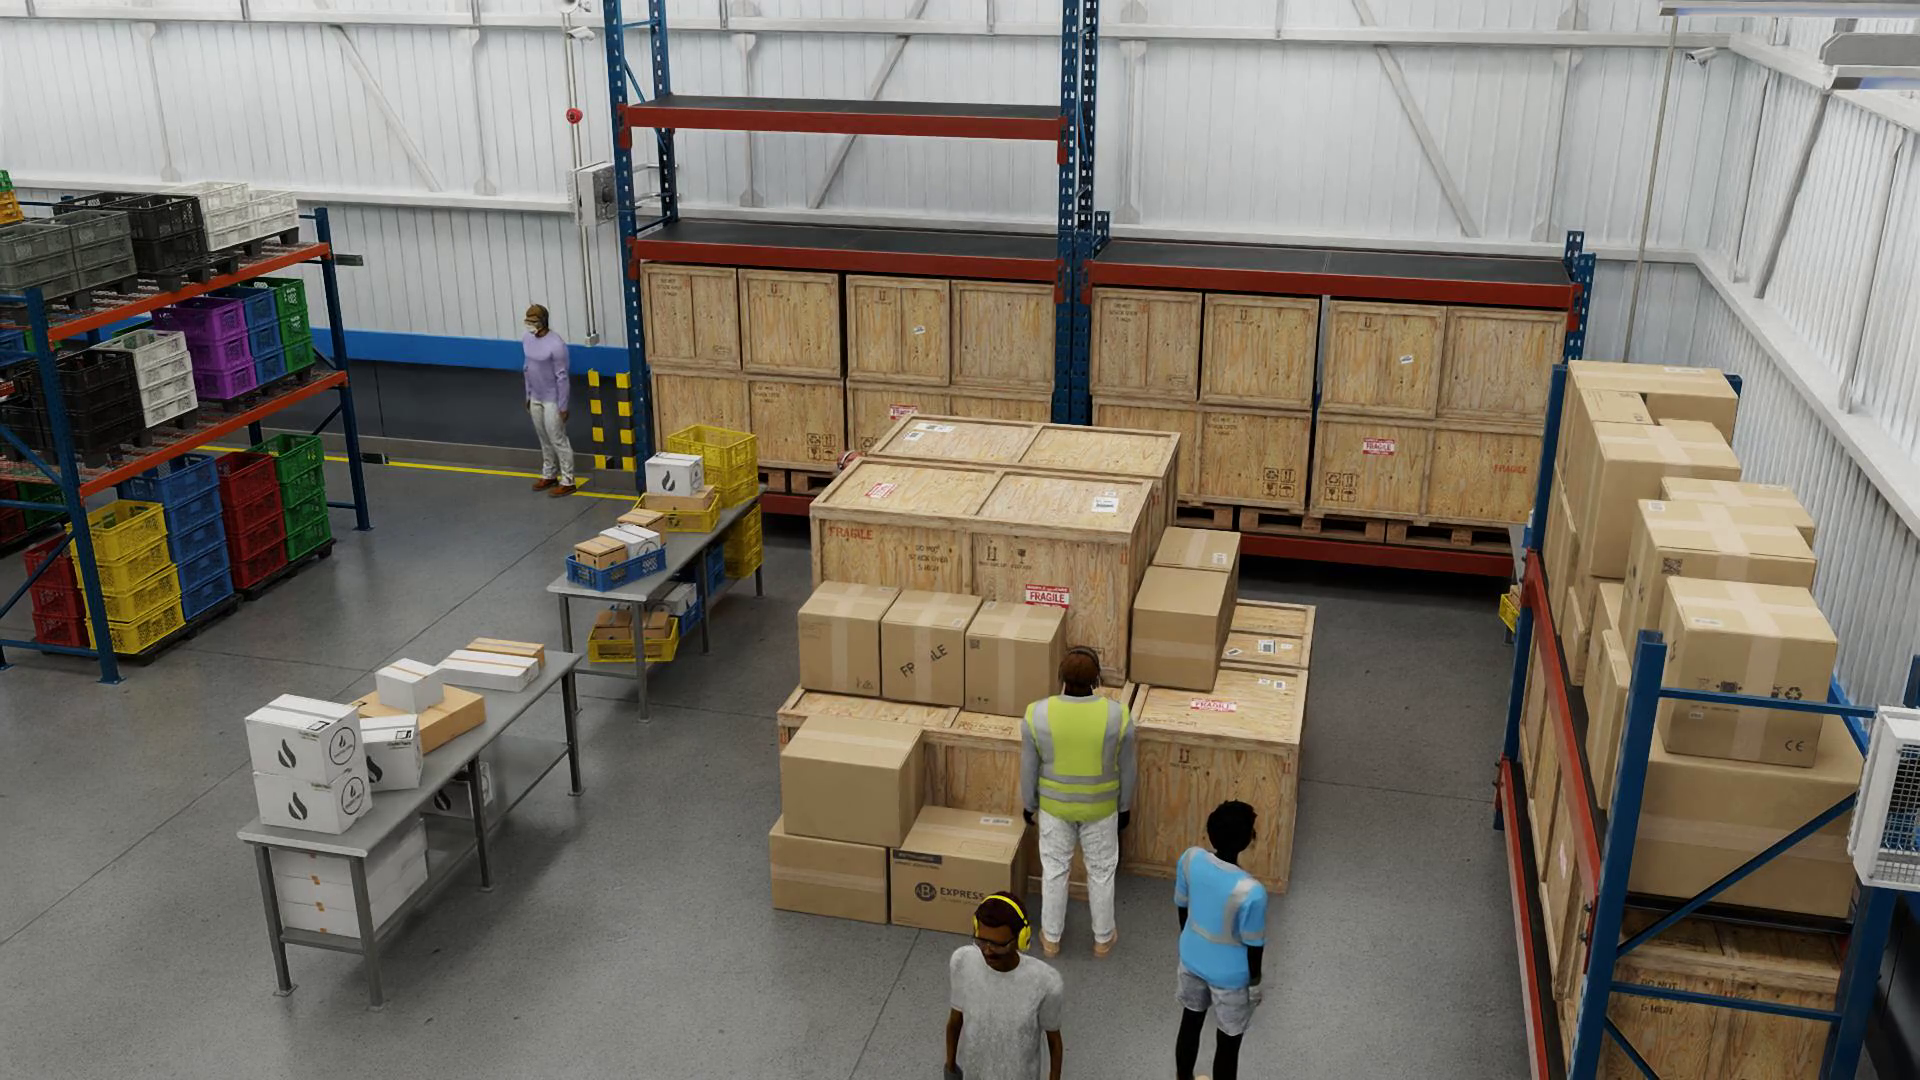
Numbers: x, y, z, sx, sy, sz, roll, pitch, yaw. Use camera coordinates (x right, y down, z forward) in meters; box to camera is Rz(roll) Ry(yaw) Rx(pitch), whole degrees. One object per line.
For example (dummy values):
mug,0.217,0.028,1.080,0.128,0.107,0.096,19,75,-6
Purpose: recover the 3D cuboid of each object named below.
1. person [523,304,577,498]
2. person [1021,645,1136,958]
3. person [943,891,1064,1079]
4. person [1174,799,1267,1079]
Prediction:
person,-4.029,-1.372,16.297,0.632,1.932,0.364,19,28,40
person,0.642,1.432,9.076,0.619,1.845,0.430,2,21,5
person,0.165,2.268,6.850,0.531,1.870,0.317,7,22,19
person,1.218,1.990,7.816,0.321,1.696,0.536,-15,26,-35
